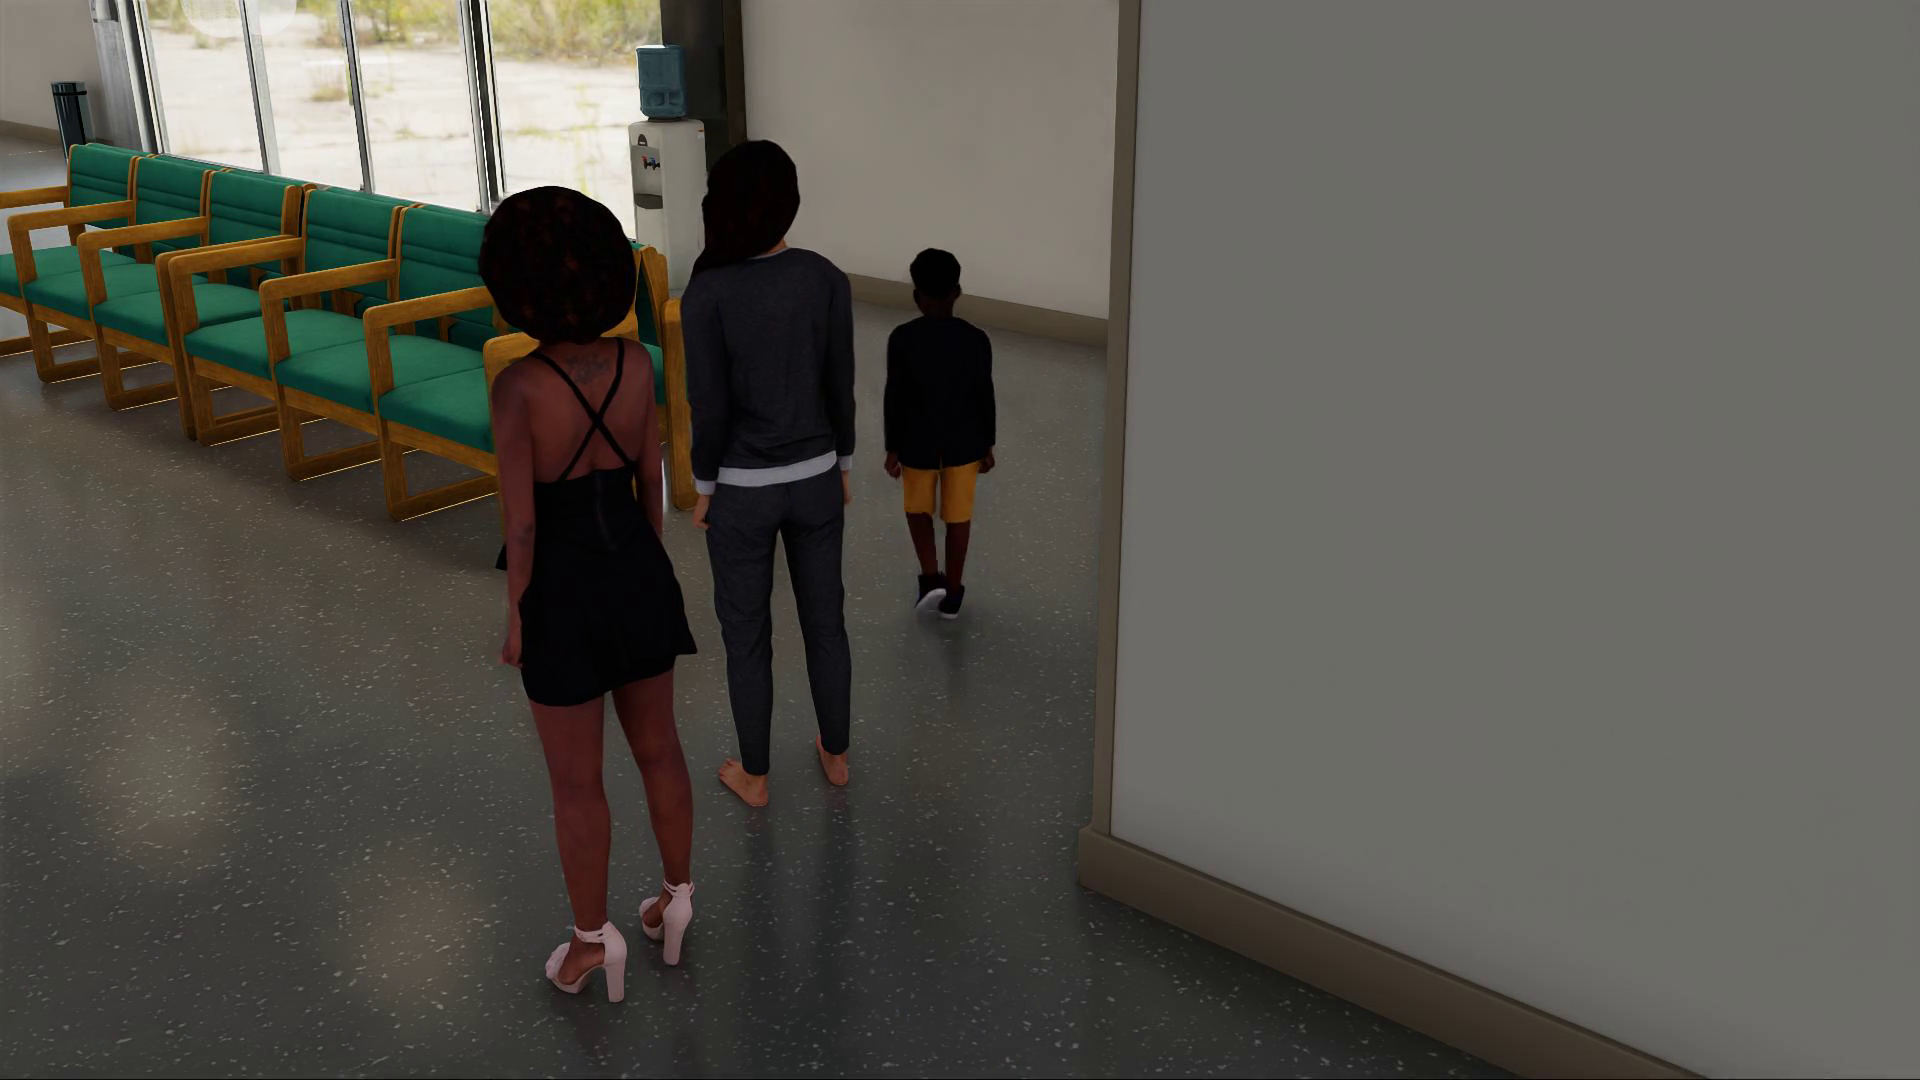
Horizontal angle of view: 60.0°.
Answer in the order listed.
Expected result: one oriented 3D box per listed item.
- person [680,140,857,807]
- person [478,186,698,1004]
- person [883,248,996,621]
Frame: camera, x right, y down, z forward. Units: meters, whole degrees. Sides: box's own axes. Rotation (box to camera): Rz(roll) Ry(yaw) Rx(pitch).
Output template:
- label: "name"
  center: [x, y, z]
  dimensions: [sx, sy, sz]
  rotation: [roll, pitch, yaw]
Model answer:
- label: "person"
  center: [-0.481, -0.154, 4.352]
  dimensions: [0.600, 1.771, 0.742]
  rotation: [-10, 23, -25]
- label: "person"
  center: [-0.770, 0.152, 3.518]
  dimensions: [0.622, 1.790, 0.484]
  rotation: [19, 28, 40]
- label: "person"
  center: [-0.066, -0.315, 5.501]
  dimensions: [0.670, 1.258, 0.731]
  rotation: [-2, 21, -6]
